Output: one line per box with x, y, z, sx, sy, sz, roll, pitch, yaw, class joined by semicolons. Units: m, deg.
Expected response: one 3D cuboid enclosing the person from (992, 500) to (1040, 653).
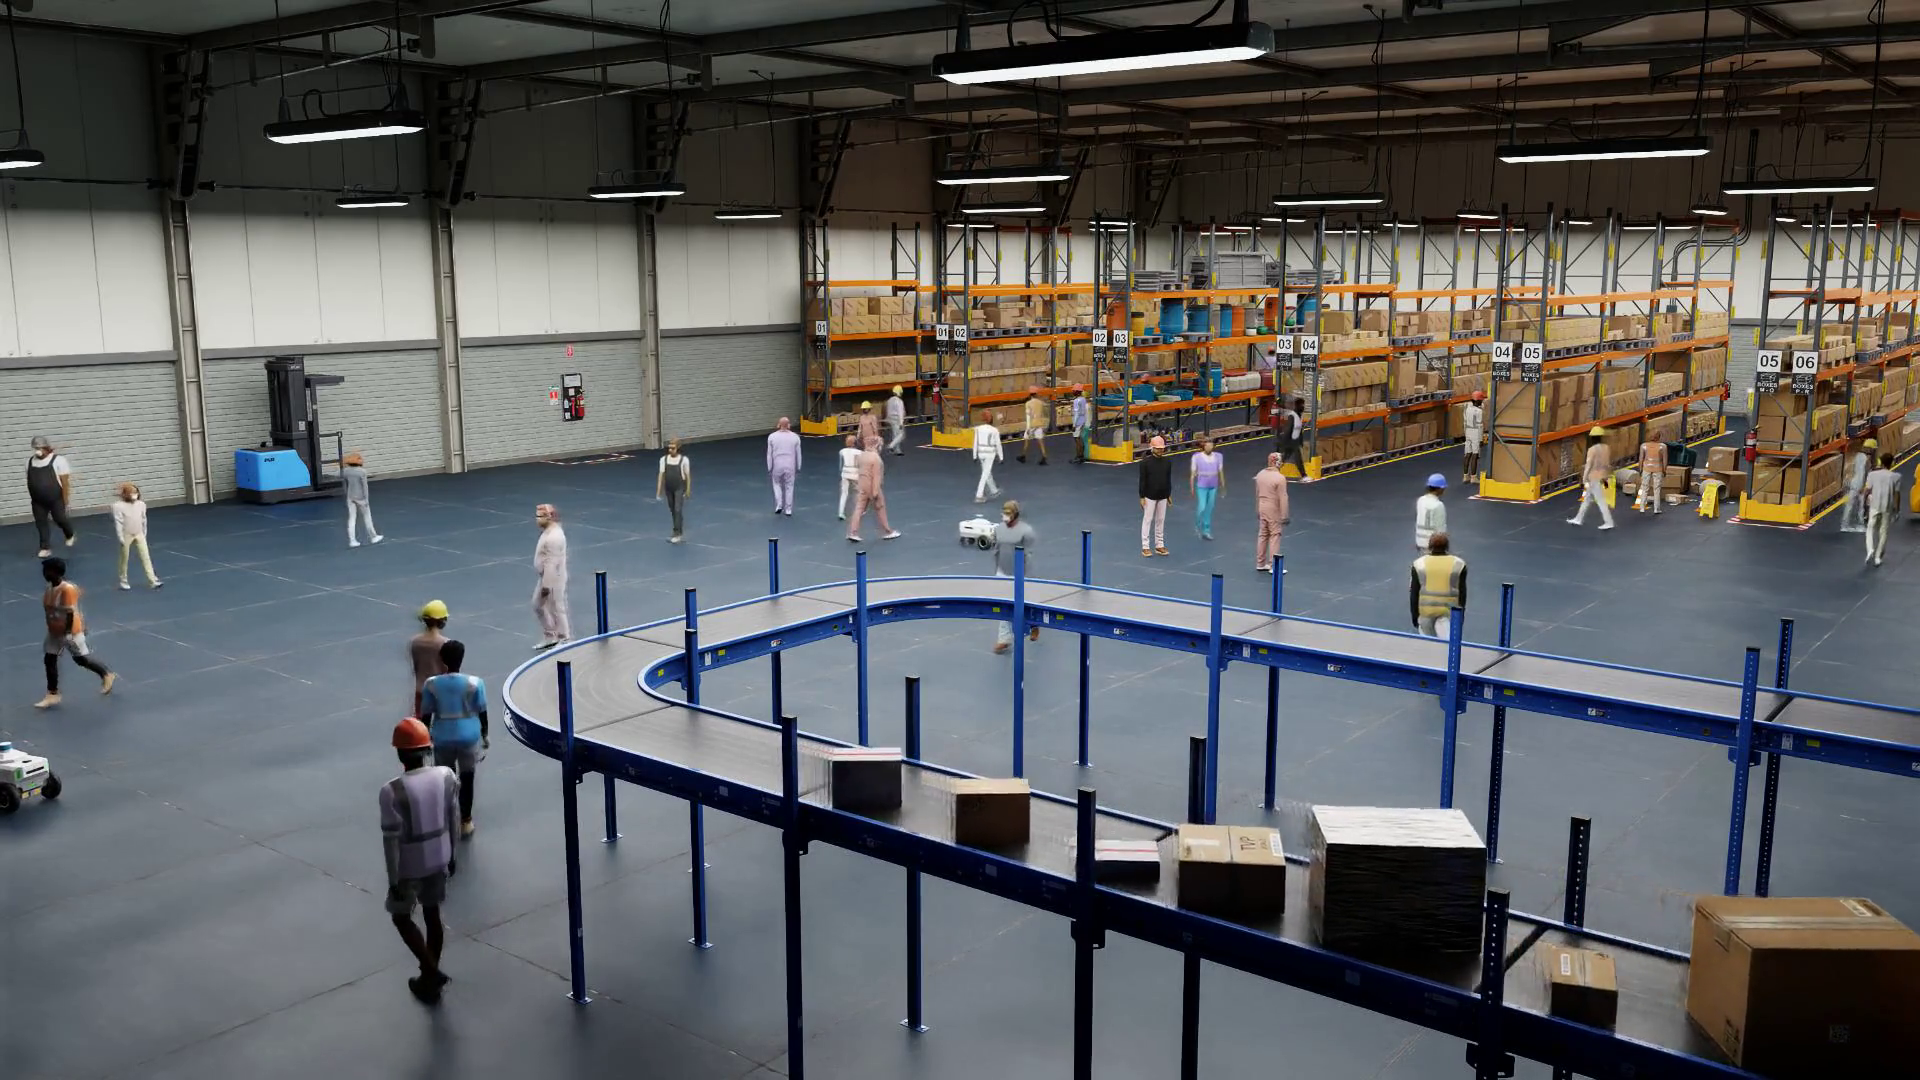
0.701;0.430;19.661;0.636;1.916;0.768;8;13;38;person

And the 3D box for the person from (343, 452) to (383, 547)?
-10.317;-0.711;26.914;0.526;1.601;0.688;3;11;17;person

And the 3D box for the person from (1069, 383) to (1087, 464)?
2.861;-2.836;37.957;0.340;1.942;0.551;5;11;27;person

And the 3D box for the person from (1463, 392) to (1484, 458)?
12.767;-2.856;38.922;0.515;1.640;0.315;4;11;22;person

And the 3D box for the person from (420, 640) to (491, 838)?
-4.263;1.680;13.255;0.547;1.681;0.370;0;10;0;person

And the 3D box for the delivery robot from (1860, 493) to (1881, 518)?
17.274;-0.679;29.581;0.477;0.478;0.707;4;11;21;delivery robot

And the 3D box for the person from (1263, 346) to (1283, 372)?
10.659;-5.579;53.233;0.666;2.008;0.479;6;11;28;person

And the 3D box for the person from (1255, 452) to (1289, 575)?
4.905;-0.426;24.521;0.406;1.902;0.651;-5;11;-26;person

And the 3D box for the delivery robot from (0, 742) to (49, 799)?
-8.604;2.068;14.118;0.707;0.478;0.477;4;11;20;delivery robot

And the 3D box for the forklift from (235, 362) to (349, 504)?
-13.803;-2.244;32.110;1.129;2.768;1.873;8;13;37;forklift

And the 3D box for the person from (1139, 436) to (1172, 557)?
3.252;-0.731;25.961;0.622;1.994;0.381;-5;11;-26;person

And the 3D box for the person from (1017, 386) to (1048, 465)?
1.789;-2.770;37.765;0.572;1.883;1.019;-7;13;-36;person

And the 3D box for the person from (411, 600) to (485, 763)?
-4.888;1.410;14.672;0.545;1.711;0.898;4;11;22;person

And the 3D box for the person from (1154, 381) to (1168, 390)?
6.828;-5.418;52.952;0.595;1.791;0.898;8;13;38;person

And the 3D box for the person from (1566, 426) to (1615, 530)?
11.627;-1.143;28.627;0.601;1.880;0.974;-8;13;-40;person

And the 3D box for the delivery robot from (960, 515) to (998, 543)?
0.347;-0.187;26.812;0.707;0.478;0.477;7;12;35;delivery robot

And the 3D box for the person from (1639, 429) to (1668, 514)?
13.417;-1.326;30.305;0.514;1.644;0.307;6;12;29;person

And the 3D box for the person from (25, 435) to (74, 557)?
-15.167;-0.748;26.054;0.679;2.000;0.756;-1;10;-8;person

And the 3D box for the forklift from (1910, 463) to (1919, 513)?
19.034;-1.348;28.998;2.313;2.155;1.214;8;13;37;forklift

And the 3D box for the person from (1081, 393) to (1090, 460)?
2.969;-2.769;38.181;0.574;1.719;0.609;-3;11;-19;person

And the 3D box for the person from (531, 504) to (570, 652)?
-5.139;0.490;19.414;0.600;1.885;0.661;-4;11;-19;person

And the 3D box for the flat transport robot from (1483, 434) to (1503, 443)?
14.577;-2.756;42.334;1.431;0.197;0.652;-1;10;-8;flat transport robot

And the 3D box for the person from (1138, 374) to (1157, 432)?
5.014;-3.503;41.875;0.546;1.900;1.002;9;13;40;person

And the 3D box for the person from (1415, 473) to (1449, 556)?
6.595;0.030;21.852;0.445;1.931;0.635;-2;10;-10;person

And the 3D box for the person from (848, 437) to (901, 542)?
-1.541;-0.884;27.285;1.021;1.846;0.664;-7;12;-36;person

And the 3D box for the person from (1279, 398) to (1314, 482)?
7.437;-2.257;34.987;1.045;1.853;0.620;6;12;29;person

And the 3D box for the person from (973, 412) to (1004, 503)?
0.611;-1.701;31.878;0.604;1.827;0.998;8;13;39;person

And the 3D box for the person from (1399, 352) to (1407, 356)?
15.516;-5.800;54.636;0.779;1.938;0.651;2;10;9;person

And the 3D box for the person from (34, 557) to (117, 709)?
-9.819;0.983;17.259;0.524;1.661;0.811;5;11;26;person

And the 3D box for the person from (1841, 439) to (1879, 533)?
16.218;-0.973;28.087;0.618;1.704;0.516;3;11;19;person

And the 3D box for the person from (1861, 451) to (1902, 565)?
14.767;-0.497;25.059;0.548;1.850;0.657;5;11;28;person

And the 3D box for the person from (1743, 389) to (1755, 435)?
20.743;-3.305;40.761;0.609;1.899;1.017;5;11;26;person

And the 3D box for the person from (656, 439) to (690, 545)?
-4.967;-0.825;27.027;0.510;1.800;0.931;2;10;11;person

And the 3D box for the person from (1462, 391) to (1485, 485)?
11.323;-2.256;34.414;0.375;2.044;0.605;-3;11;-17;person

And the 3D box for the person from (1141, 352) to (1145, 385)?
6.307;-5.643;53.845;0.575;1.917;0.646;-7;12;-33;person

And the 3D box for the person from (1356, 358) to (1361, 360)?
13.420;-5.577;53.280;0.620;1.978;0.461;-7;12;-34;person

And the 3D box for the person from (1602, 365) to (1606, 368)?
18.626;-4.123;45.288;0.636;1.924;0.634;-6;12;-32;person

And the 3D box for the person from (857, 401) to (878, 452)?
-2.114;-2.288;35.518;0.925;1.716;0.545;-9;14;-42;person

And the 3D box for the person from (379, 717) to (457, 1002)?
-3.497;2.104;10.215;0.515;1.922;0.551;9;14;42;person

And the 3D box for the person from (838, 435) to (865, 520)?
-2.090;-1.192;29.692;0.530;1.594;0.861;4;11;22;person

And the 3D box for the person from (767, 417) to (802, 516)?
-3.383;-1.423;30.161;0.672;1.886;0.576;-2;10;-10;person

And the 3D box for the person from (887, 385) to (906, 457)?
-1.605;-2.958;39.009;0.513;1.818;0.597;-7;12;-35;person

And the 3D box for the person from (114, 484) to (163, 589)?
-12.245;-0.032;23.183;0.865;1.588;0.517;7;12;34;person

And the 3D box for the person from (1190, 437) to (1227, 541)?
4.350;-0.889;27.346;0.592;1.824;0.613;-3;11;-17;person

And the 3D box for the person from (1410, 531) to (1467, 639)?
5.427;0.812;17.785;0.617;1.819;0.824;3;11;19;person
